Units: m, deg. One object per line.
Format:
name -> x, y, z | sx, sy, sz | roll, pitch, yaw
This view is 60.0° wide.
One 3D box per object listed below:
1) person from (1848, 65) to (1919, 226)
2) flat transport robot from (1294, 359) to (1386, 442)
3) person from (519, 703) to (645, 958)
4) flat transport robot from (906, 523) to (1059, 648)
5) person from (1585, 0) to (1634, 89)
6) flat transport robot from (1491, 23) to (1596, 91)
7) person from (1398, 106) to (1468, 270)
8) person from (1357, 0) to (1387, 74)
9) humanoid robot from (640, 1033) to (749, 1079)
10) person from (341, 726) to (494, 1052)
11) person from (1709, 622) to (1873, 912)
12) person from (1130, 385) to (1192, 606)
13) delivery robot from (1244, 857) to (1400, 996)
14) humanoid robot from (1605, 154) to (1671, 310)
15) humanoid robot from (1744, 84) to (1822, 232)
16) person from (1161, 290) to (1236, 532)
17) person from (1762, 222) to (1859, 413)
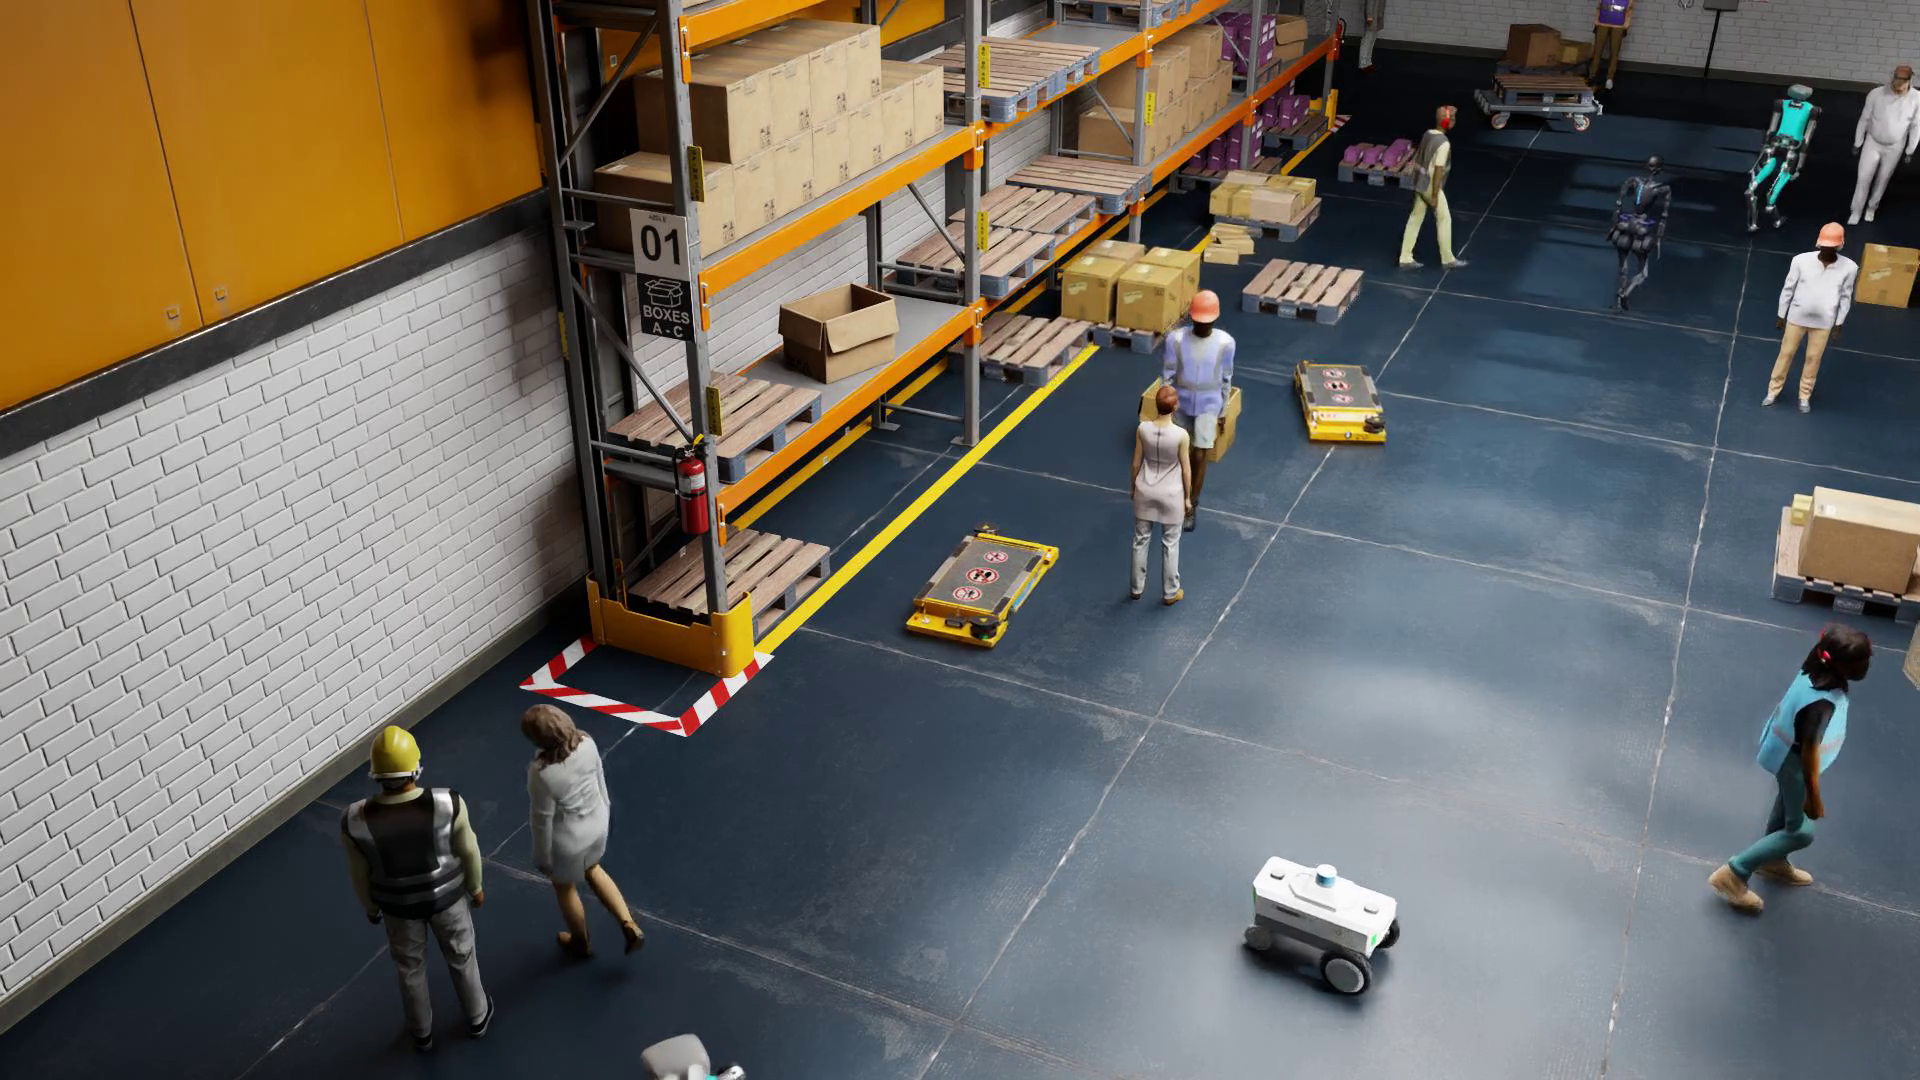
person -> 10.885, -4.609, 19.576 | 0.672, 1.873, 0.878 | 12, 31, 22
flat transport robot -> 3.431, -1.269, 15.082 | 0.659, 0.231, 1.431 | 2, 28, 4
person -> -1.940, 1.518, 8.458 | 0.518, 1.632, 0.506 | 20, 34, 32
flat transport robot -> 0.185, 0.316, 12.143 | 0.659, 0.231, 1.431 | 11, 30, 19
person -> 10.140, -8.023, 25.855 | 0.535, 1.932, 0.417 | 17, 33, 29
flat transport robot -> 9.128, -7.170, 26.022 | 1.431, 0.231, 0.659 | 22, 35, 35
person -> 5.287, -3.843, 18.218 | 0.841, 1.812, 0.600 | -4, 29, -7
person -> 6.692, -8.473, 26.799 | 0.360, 1.827, 0.515 | 18, 33, 30
humanoid robot -> -1.151, 2.520, 6.508 | 0.537, 1.755, 0.942 | -18, 33, -29
person -> -2.581, 1.675, 7.975 | 0.588, 1.833, 0.404 | -8, 29, -15
person -> 4.466, 1.189, 8.879 | 0.456, 1.840, 0.593 | 13, 31, 22
person -> 1.423, -0.316, 11.844 | 0.449, 1.659, 0.279 | 12, 31, 22
delivery robot -> 1.907, 1.971, 8.757 | 0.774, 0.581, 0.499 | 16, 32, 27
humanoid robot -> 6.905, -3.143, 17.082 | 0.424, 1.645, 0.612 | -25, 37, -38
humanoid robot -> 9.449, -4.347, 19.240 | 1.000, 1.739, 0.551 | -24, 37, -38
person -> 1.849, -1.089, 13.022 | 0.553, 1.908, 0.836 | 6, 29, 11
person -> 7.600, -1.988, 14.849 | 0.571, 1.748, 0.341 | 13, 31, 23
